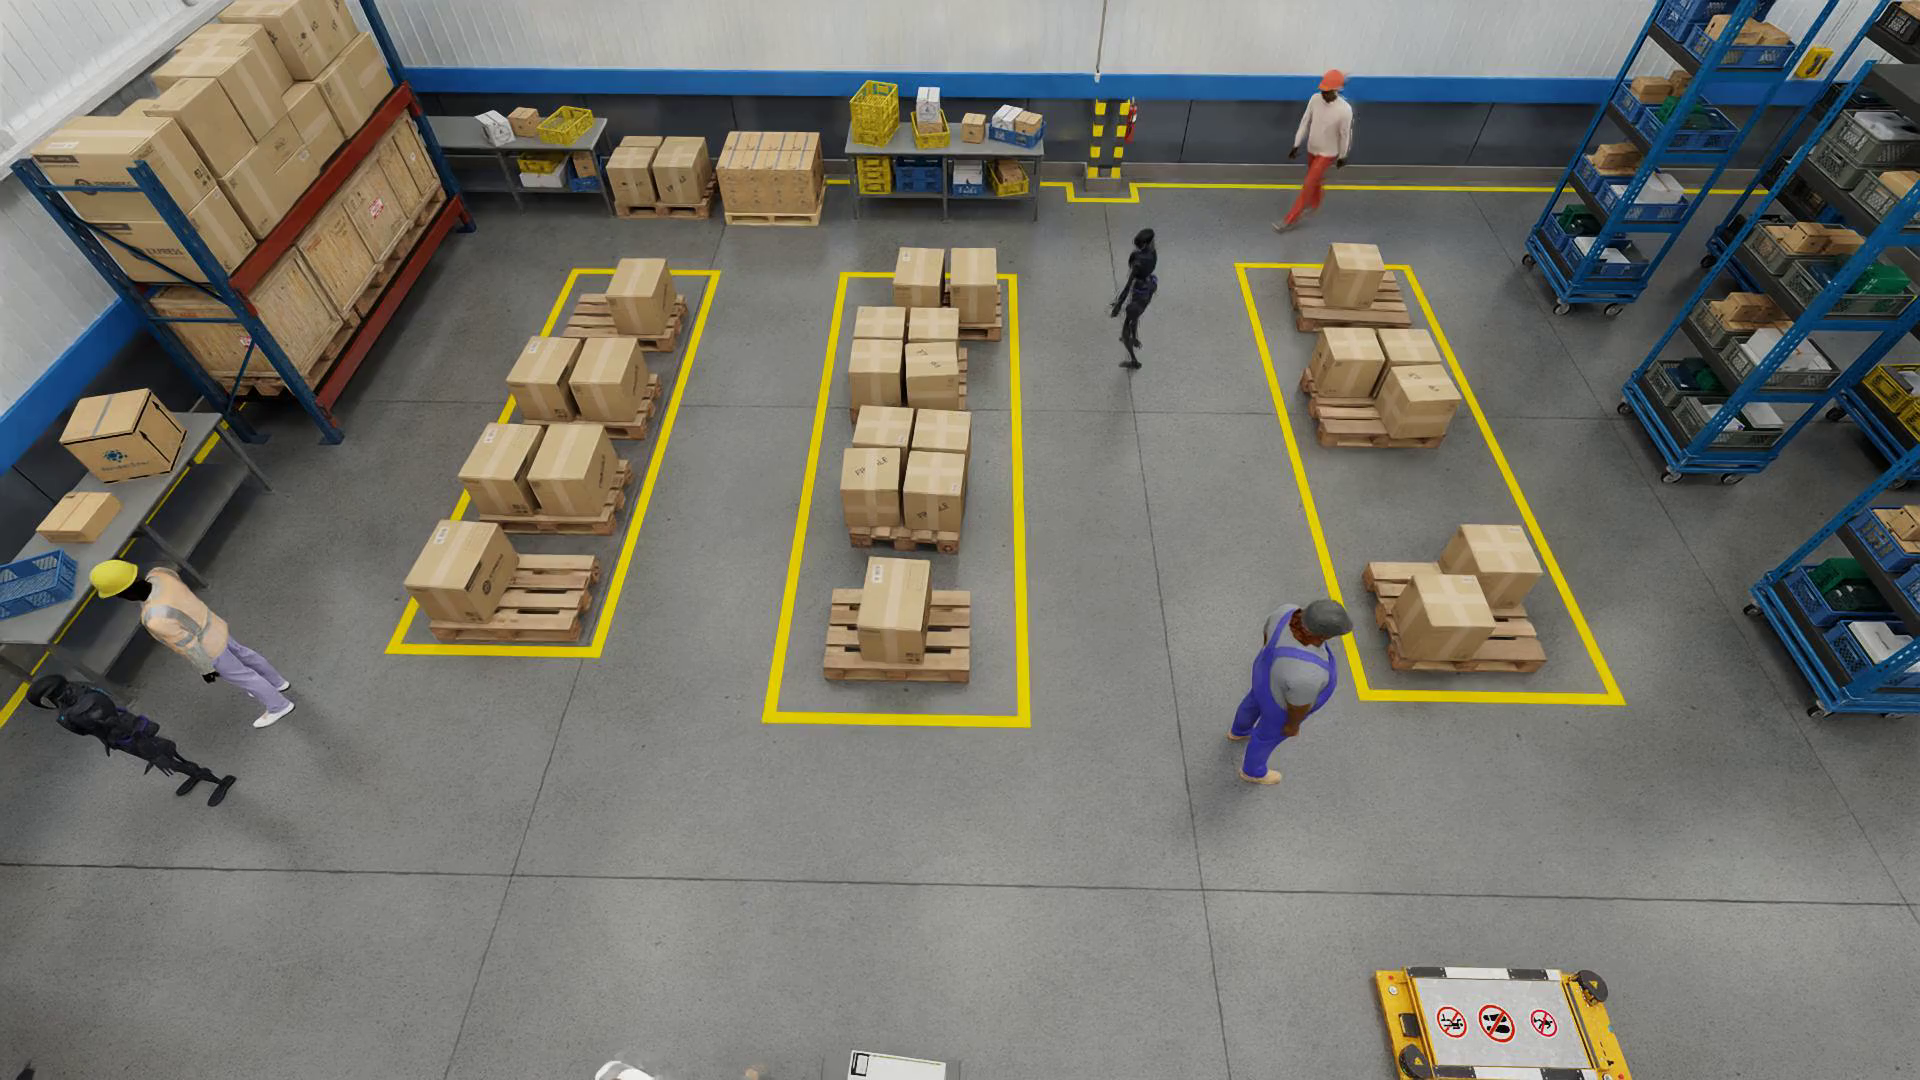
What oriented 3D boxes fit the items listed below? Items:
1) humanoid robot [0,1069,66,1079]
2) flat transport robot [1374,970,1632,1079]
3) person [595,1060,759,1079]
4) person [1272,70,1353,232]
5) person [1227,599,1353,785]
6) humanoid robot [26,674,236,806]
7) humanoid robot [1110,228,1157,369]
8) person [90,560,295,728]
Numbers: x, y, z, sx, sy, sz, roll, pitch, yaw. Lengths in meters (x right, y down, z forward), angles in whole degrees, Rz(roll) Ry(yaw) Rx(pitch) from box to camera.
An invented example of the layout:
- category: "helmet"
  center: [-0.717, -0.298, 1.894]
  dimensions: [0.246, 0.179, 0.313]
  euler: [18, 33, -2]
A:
- category: "humanoid robot"
  center: [-5.823, 2.970, 5.155]
  dimensions: [0.595, 1.652, 0.325]
  euler: [12, 52, 10]
- category: "flat transport robot"
  center: [3.501, 3.133, 5.914]
  dimensions: [1.431, 0.197, 0.652]
  euler: [1, 51, 1]
- category: "person"
  center: [-1.554, 3.100, 4.941]
  dimensions: [0.578, 1.857, 0.835]
  euler: [26, 56, 20]
- category: "person"
  center: [4.382, -4.799, 11.318]
  dimensions: [1.012, 1.932, 0.613]
  euler: [-25, 55, -19]
- category: "person"
  center: [2.334, 1.044, 6.493]
  dimensions: [0.537, 2.000, 0.677]
  euler: [0, 51, 0]
- category: "humanoid robot"
  center: [-5.793, 1.413, 6.416]
  dimensions: [0.611, 1.657, 0.320]
  euler: [14, 52, 11]
- category: "humanoid robot"
  center: [1.913, -2.628, 9.728]
  dimensions: [0.458, 1.630, 0.664]
  euler: [23, 55, 18]
- category: "person"
  center: [-5.632, 0.759, 6.803]
  dimensions: [0.371, 1.918, 0.583]
  euler: [-24, 55, -18]
